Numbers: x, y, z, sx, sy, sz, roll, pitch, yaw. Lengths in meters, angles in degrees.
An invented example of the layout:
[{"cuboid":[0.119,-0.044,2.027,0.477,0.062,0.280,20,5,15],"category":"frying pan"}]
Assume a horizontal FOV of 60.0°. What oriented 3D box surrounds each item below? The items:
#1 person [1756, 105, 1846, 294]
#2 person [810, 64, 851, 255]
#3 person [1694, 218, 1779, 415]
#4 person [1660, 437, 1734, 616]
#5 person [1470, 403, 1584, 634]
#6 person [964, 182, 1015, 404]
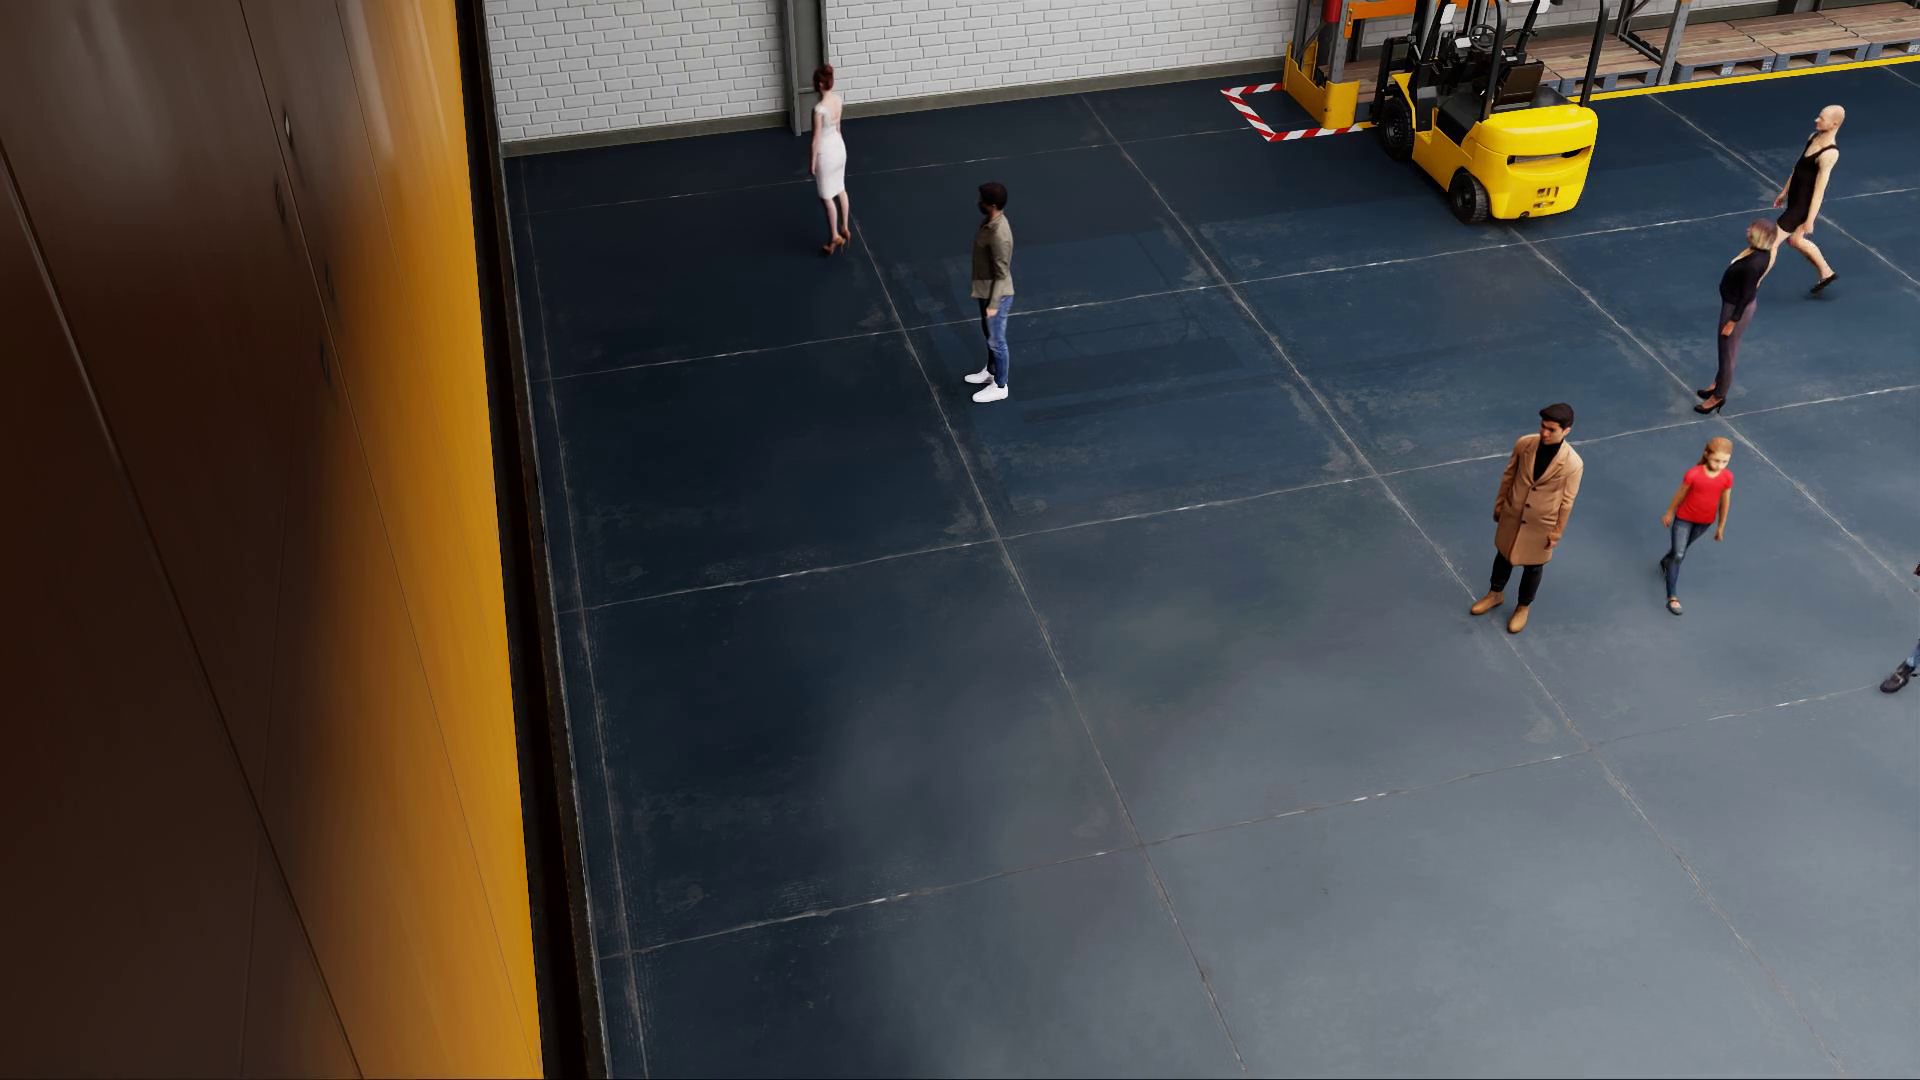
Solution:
[{"cuboid":[7.283,-2.853,14.211,1.230,1.786,1.008,9,39,11],"category":"person"},{"cuboid":[-1.152,-3.398,14.888,0.681,1.792,0.614,22,43,25],"category":"person"},{"cuboid":[6.036,-1.733,12.901,0.728,1.670,0.671,19,43,23],"category":"person"},{"cuboid":[4.960,-0.186,11.276,0.895,1.280,0.753,2,39,3],"category":"person"},{"cuboid":[3.755,-0.174,10.904,0.755,1.727,0.788,30,47,32],"category":"person"},{"cuboid":[0.276,-1.949,13.013,0.612,1.868,0.720,-6,39,-7],"category":"person"}]
